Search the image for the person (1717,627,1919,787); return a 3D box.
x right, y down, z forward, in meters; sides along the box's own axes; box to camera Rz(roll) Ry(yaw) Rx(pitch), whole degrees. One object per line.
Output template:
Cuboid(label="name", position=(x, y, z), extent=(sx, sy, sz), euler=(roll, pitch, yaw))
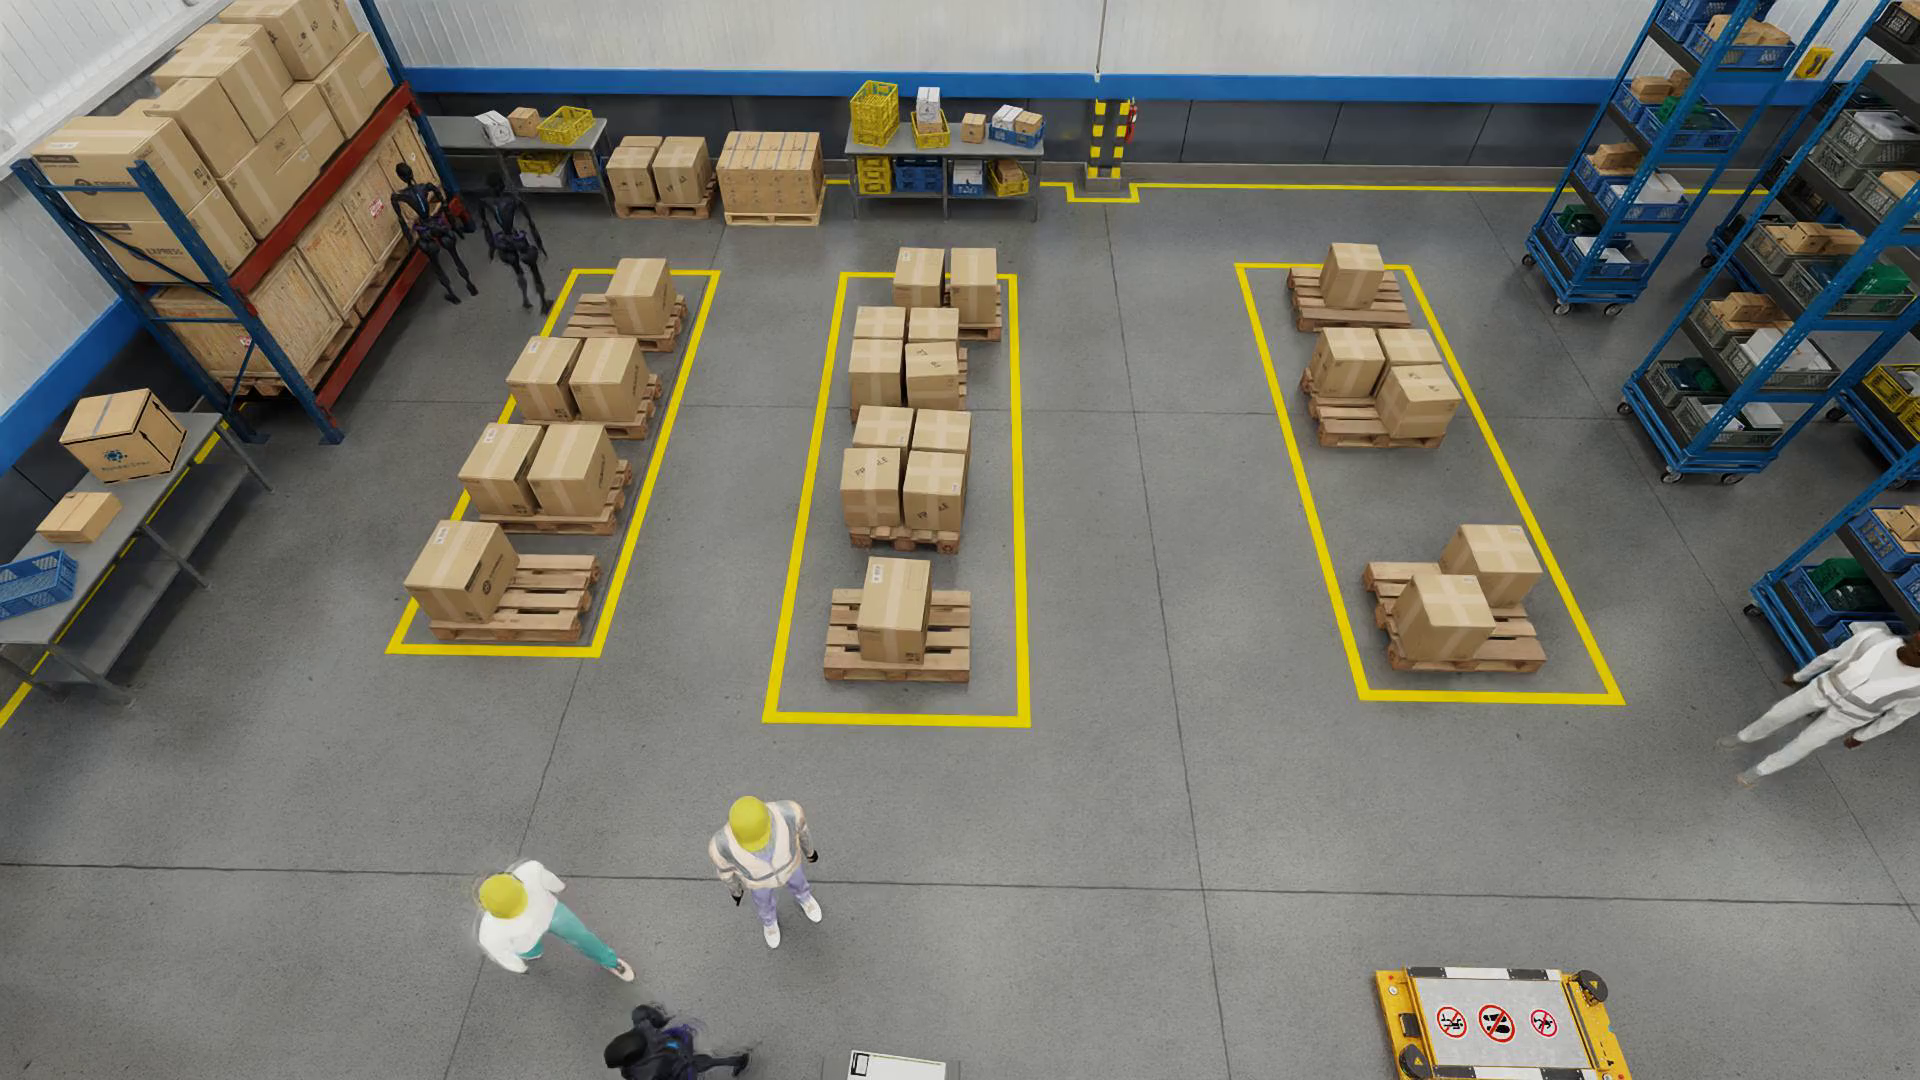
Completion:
Cuboid(label="person", position=(6.197, 1.165, 6.496), extent=(0.370, 1.881, 0.580), euler=(-18, 53, -14))

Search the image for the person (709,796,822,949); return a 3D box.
Cuboid(label="person", position=(-1.173, 2.057, 5.739), extent=(0.592, 1.924, 0.380), euler=(-24, 55, -19))

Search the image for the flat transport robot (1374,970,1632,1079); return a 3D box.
Cuboid(label="flat transport robot", position=(3.501, 3.133, 5.914), extent=(1.431, 0.197, 0.652), euler=(1, 51, 1))

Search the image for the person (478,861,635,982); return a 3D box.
Cuboid(label="person", position=(-2.660, 2.341, 5.640), extent=(0.876, 1.714, 0.562), euler=(17, 53, 14))

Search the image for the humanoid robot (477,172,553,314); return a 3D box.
Cuboid(label="humanoid robot", position=(-4.997, -3.297, 10.264), extent=(0.621, 1.637, 0.363), euler=(-2, 51, -2))

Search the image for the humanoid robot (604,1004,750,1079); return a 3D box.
Cuboid(label="humanoid robot", position=(-1.555, 2.951, 5.173), extent=(0.482, 1.645, 0.624), euler=(-13, 52, -11))

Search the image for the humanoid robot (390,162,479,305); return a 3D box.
Cuboid(label="humanoid robot", position=(-5.985, -3.469, 10.404), extent=(0.296, 1.655, 0.597), euler=(38, 60, 27))
